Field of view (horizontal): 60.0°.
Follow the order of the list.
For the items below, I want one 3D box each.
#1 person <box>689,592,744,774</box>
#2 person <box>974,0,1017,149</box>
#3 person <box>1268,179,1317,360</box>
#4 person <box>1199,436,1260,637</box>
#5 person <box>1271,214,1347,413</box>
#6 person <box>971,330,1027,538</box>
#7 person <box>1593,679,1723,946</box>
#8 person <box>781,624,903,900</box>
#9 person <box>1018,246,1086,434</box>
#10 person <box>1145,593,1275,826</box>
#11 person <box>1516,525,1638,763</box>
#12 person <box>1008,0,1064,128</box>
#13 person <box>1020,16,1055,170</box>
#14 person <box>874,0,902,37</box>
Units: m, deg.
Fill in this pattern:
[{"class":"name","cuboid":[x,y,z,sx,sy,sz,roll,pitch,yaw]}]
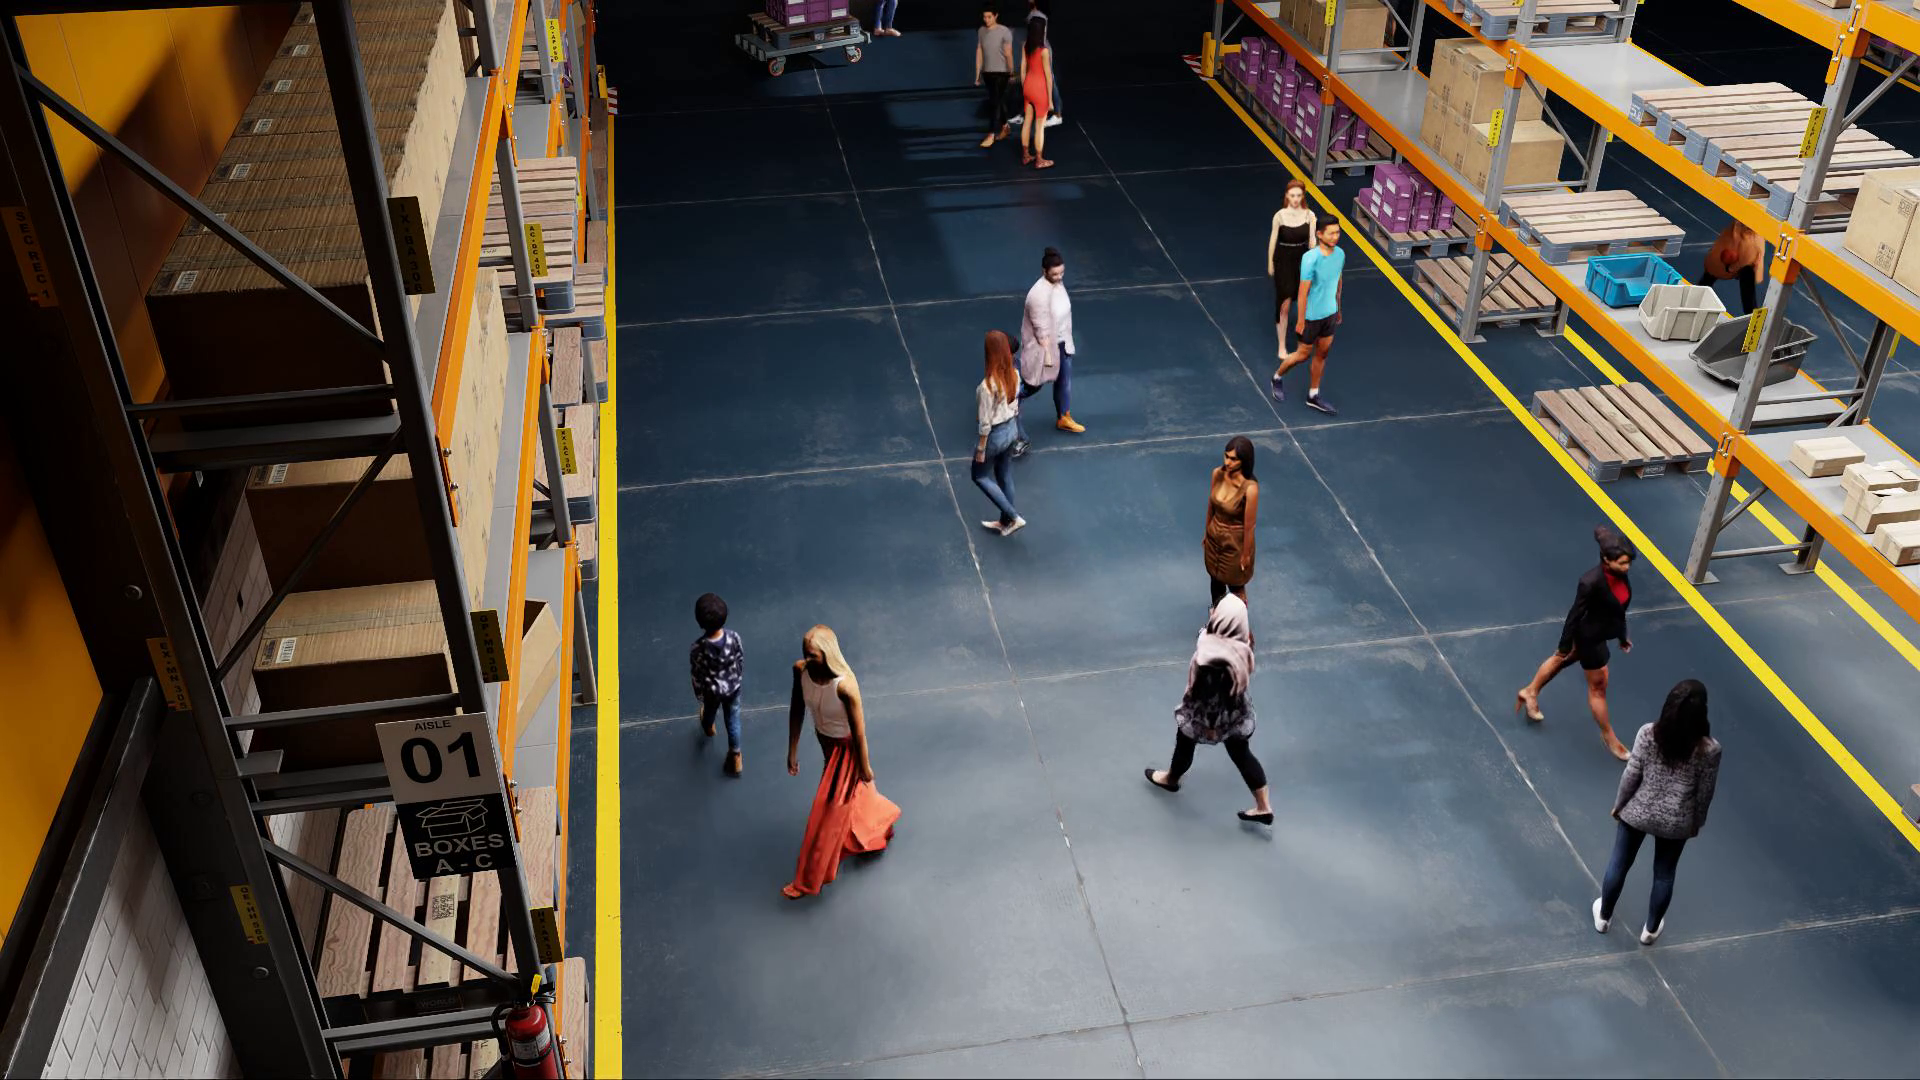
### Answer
[{"class":"person","cuboid":[-1.479,0.915,10.372,0.583,1.218,0.854,-11,35,-16]},{"class":"person","cuboid":[0.485,-5.544,19.671,0.958,1.681,0.994,23,40,31]},{"class":"person","cuboid":[3.024,-2.540,15.233,0.659,1.592,1.082,-2,34,-2]},{"class":"person","cuboid":[1.832,0.029,11.286,0.696,1.683,0.584,-22,40,-30]},{"class":"person","cuboid":[2.999,-1.951,14.187,0.822,1.768,0.947,-21,39,-28]},{"class":"person","cuboid":[0.347,-0.740,12.410,0.840,1.718,0.779,23,40,31]},{"class":"person","cuboid":[3.796,1.479,9.060,0.694,1.732,0.711,14,36,19]},{"class":"person","cuboid":[-0.636,1.172,9.505,1.183,1.751,1.137,26,42,34]},{"class":"person","cuboid":[0.623,-1.632,13.753,1.110,1.718,1.105,15,36,21]},{"class":"person","cuboid":[1.618,1.032,9.856,1.188,1.595,1.091,23,40,30]},{"class":"person","cuboid":[3.890,0.616,10.490,1.089,1.586,0.939,28,43,36]},{"class":"person","cuboid":[1.057,-5.854,20.113,0.828,1.709,0.857,-9,35,-13]},{"class":"person","cuboid":[0.866,-5.102,18.972,0.729,1.719,0.628,-29,43,-36]},{"class":"person","cuboid":[-1.147,-7.831,23.181,0.757,1.606,0.662,4,34,5]}]
